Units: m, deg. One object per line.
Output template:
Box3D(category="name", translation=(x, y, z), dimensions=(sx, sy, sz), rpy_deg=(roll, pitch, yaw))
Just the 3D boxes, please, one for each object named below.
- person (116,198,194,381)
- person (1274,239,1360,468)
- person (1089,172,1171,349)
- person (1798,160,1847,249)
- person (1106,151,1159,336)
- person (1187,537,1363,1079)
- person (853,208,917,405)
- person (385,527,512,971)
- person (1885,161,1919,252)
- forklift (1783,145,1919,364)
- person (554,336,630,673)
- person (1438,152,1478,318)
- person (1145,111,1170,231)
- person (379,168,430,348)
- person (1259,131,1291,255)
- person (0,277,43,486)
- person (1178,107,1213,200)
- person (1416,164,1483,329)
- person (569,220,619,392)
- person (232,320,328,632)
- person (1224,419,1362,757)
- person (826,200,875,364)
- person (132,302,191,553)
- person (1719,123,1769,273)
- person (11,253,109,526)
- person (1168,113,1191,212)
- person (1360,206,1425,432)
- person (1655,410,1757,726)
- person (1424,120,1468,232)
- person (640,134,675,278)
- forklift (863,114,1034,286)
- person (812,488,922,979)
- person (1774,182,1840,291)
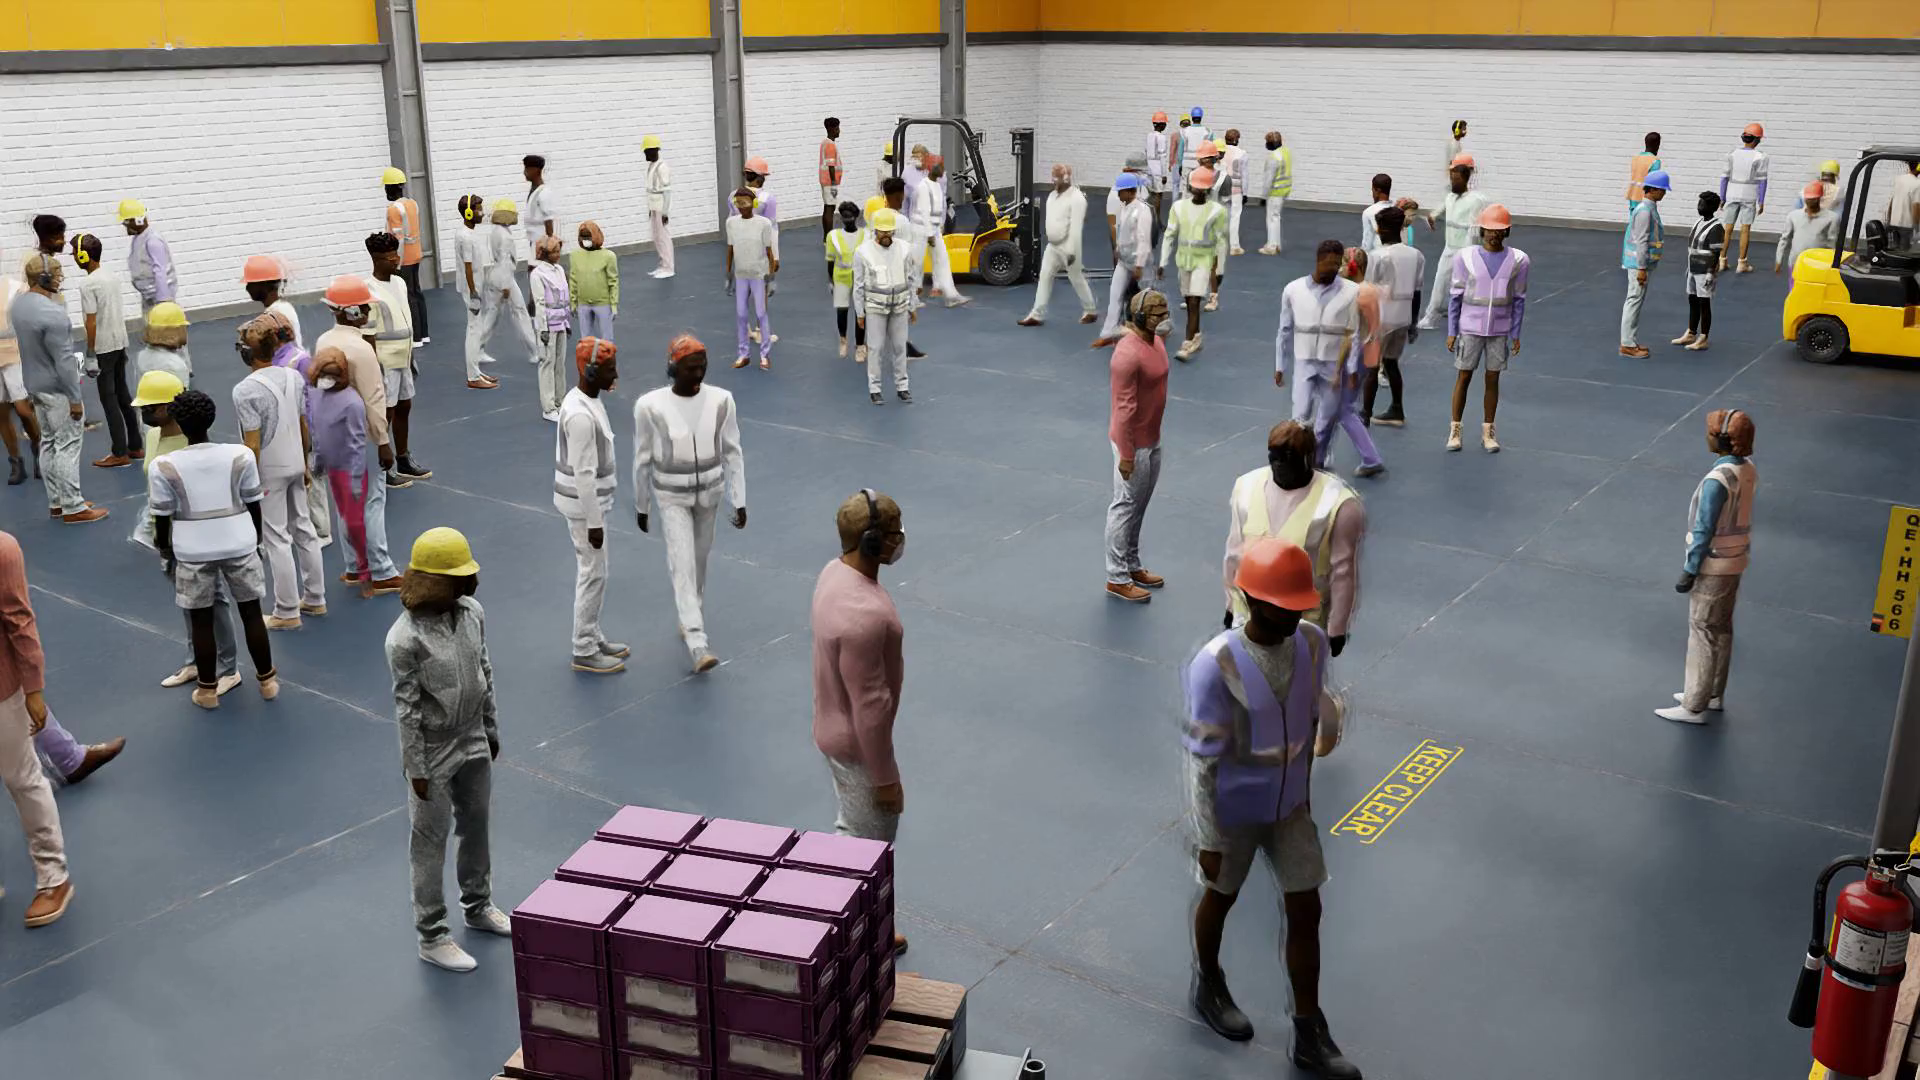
Box3D(category="person", translation=(-7.874, -2.425, 16.230), dimensions=(0.457, 1.805, 0.619), rpy_deg=(-15, 23, -39))
Box3D(category="person", translation=(2.733, -1.387, 12.840), dimensions=(0.660, 1.886, 0.830), rpy_deg=(1, 18, 4))
Box3D(category="person", translation=(1.910, -3.020, 17.973), dimensions=(1.050, 1.888, 0.627), rpy_deg=(-11, 21, -30))
Box3D(category="person", translation=(10.574, -3.765, 20.467), dimensions=(0.611, 1.775, 0.966), rpy_deg=(15, 23, 40))
Box3D(category="person", translation=(1.972, -3.332, 18.679), dimensions=(0.538, 2.000, 0.690), rpy_deg=(13, 22, 36))
Box3D(category="person", translation=(1.061, 0.927, 5.565), dimensions=(0.583, 1.903, 0.865), rpy_deg=(-8, 20, -24))
Box3D(category="person", translation=(-0.688, -2.152, 15.355), dimensions=(0.601, 1.817, 0.403), rpy_deg=(-7, 19, -21))
Box3D(category="person", translation=(-1.911, 0.783, 6.302), dimensions=(0.320, 1.738, 0.485), rpy_deg=(8, 20, 24))
Box3D(category="person", translation=(11.775, -3.922, 20.821), dimensions=(0.465, 1.857, 0.537), rpy_deg=(-4, 18, -13))
Box3D(category="forklift", translation=(9.803, -2.879, 17.013), dimensions=(2.313, 2.155, 1.214), rpy_deg=(12, 21, 33))
Box3D(category="person", translation=(-2.020, -0.189, 9.118), dimensions=(0.387, 1.871, 0.584), rpy_deg=(-2, 18, -7))
Box3D(category="person", translation=(5.914, -3.610, 19.726), dimensions=(0.387, 1.931, 0.543), rpy_deg=(3, 18, 10))
Box3D(category="person", translation=(3.257, -6.075, 27.424), dimensions=(0.357, 1.938, 0.542), rpy_deg=(-9, 20, -25))
Box3D(category="person", translation=(-5.994, -3.026, 17.904), dimensions=(0.375, 1.925, 0.595), rpy_deg=(1, 18, 3))
Box3D(category="person", translation=(4.672, -5.157, 24.751), dimensions=(0.462, 1.826, 0.649), rpy_deg=(9, 20, 27))
Box3D(category="person", translation=(-7.327, -1.358, 12.692), dimensions=(0.556, 1.920, 0.404), rpy_deg=(-4, 18, -12))
Box3D(category="person", translation=(4.057, -6.469, 28.665), dimensions=(0.601, 1.939, 0.417), rpy_deg=(3, 18, 9))
Box3D(category="person", translation=(5.703, -3.331, 18.965), dimensions=(1.004, 1.874, 0.610), rpy_deg=(-8, 20, -25))
Box3D(category="person", translation=(-3.497, -2.237, 15.912), dimensions=(0.497, 1.633, 0.288), rpy_deg=(4, 18, 12))
Box3D(category="person", translation=(-4.005, -0.373, 9.737), dimensions=(0.331, 1.844, 0.521), rpy_deg=(6, 19, 19))
Box3D(category="person", translation=(1.530, 0.307, 7.670), dimensions=(0.635, 1.824, 0.739), rpy_deg=(12, 21, 33))
Box3D(category="person", translation=(-1.104, -2.645, 17.109), dimensions=(0.537, 1.680, 0.368), rpy_deg=(-2, 18, -6))
Box3D(category="person", translation=(-5.225, -0.702, 10.964), dimensions=(0.509, 1.722, 0.480), rpy_deg=(11, 21, 31))
Box3D(category="person", translation=(10.871, -4.741, 23.084), dimensions=(0.393, 2.041, 0.614), rpy_deg=(-16, 24, -41))
Box3D(category="person", translation=(-6.374, -1.051, 11.736), dimensions=(0.636, 1.928, 0.383), rpy_deg=(14, 22, 36))
Box3D(category="person", translation=(3.995, -6.726, 29.762), dimensions=(0.532, 1.757, 0.336), rpy_deg=(-2, 18, -8))
Box3D(category="person", translation=(3.669, -1.907, 14.388), dimensions=(0.597, 1.946, 0.503), rpy_deg=(-12, 22, -34))
Box3D(category="person", translation=(3.845, 0.142, 8.475), dimensions=(0.311, 1.632, 0.508), rpy_deg=(15, 23, 38))
Box3D(category="person", translation=(7.898, -5.812, 26.733), dimensions=(0.621, 1.854, 0.542), rpy_deg=(5, 19, 17))
Box3D(category="person", translation=(-4.118, -4.537, 22.637), dimensions=(0.388, 1.923, 0.595), rpy_deg=(-9, 20, -27))
Box3D(category="forklift", translation=(-0.171, -4.594, 22.377), dimensions=(2.313, 2.155, 1.214), rpy_deg=(1, 18, 3))
Box3D(category="person", translation=(-0.350, 0.750, 6.087), dimensions=(0.374, 1.933, 0.634), rpy_deg=(-3, 18, -9))
Box3D(category="person", translation=(9.328, -3.081, 18.407), dimensions=(0.593, 1.719, 0.776), rpy_deg=(15, 23, 39))
